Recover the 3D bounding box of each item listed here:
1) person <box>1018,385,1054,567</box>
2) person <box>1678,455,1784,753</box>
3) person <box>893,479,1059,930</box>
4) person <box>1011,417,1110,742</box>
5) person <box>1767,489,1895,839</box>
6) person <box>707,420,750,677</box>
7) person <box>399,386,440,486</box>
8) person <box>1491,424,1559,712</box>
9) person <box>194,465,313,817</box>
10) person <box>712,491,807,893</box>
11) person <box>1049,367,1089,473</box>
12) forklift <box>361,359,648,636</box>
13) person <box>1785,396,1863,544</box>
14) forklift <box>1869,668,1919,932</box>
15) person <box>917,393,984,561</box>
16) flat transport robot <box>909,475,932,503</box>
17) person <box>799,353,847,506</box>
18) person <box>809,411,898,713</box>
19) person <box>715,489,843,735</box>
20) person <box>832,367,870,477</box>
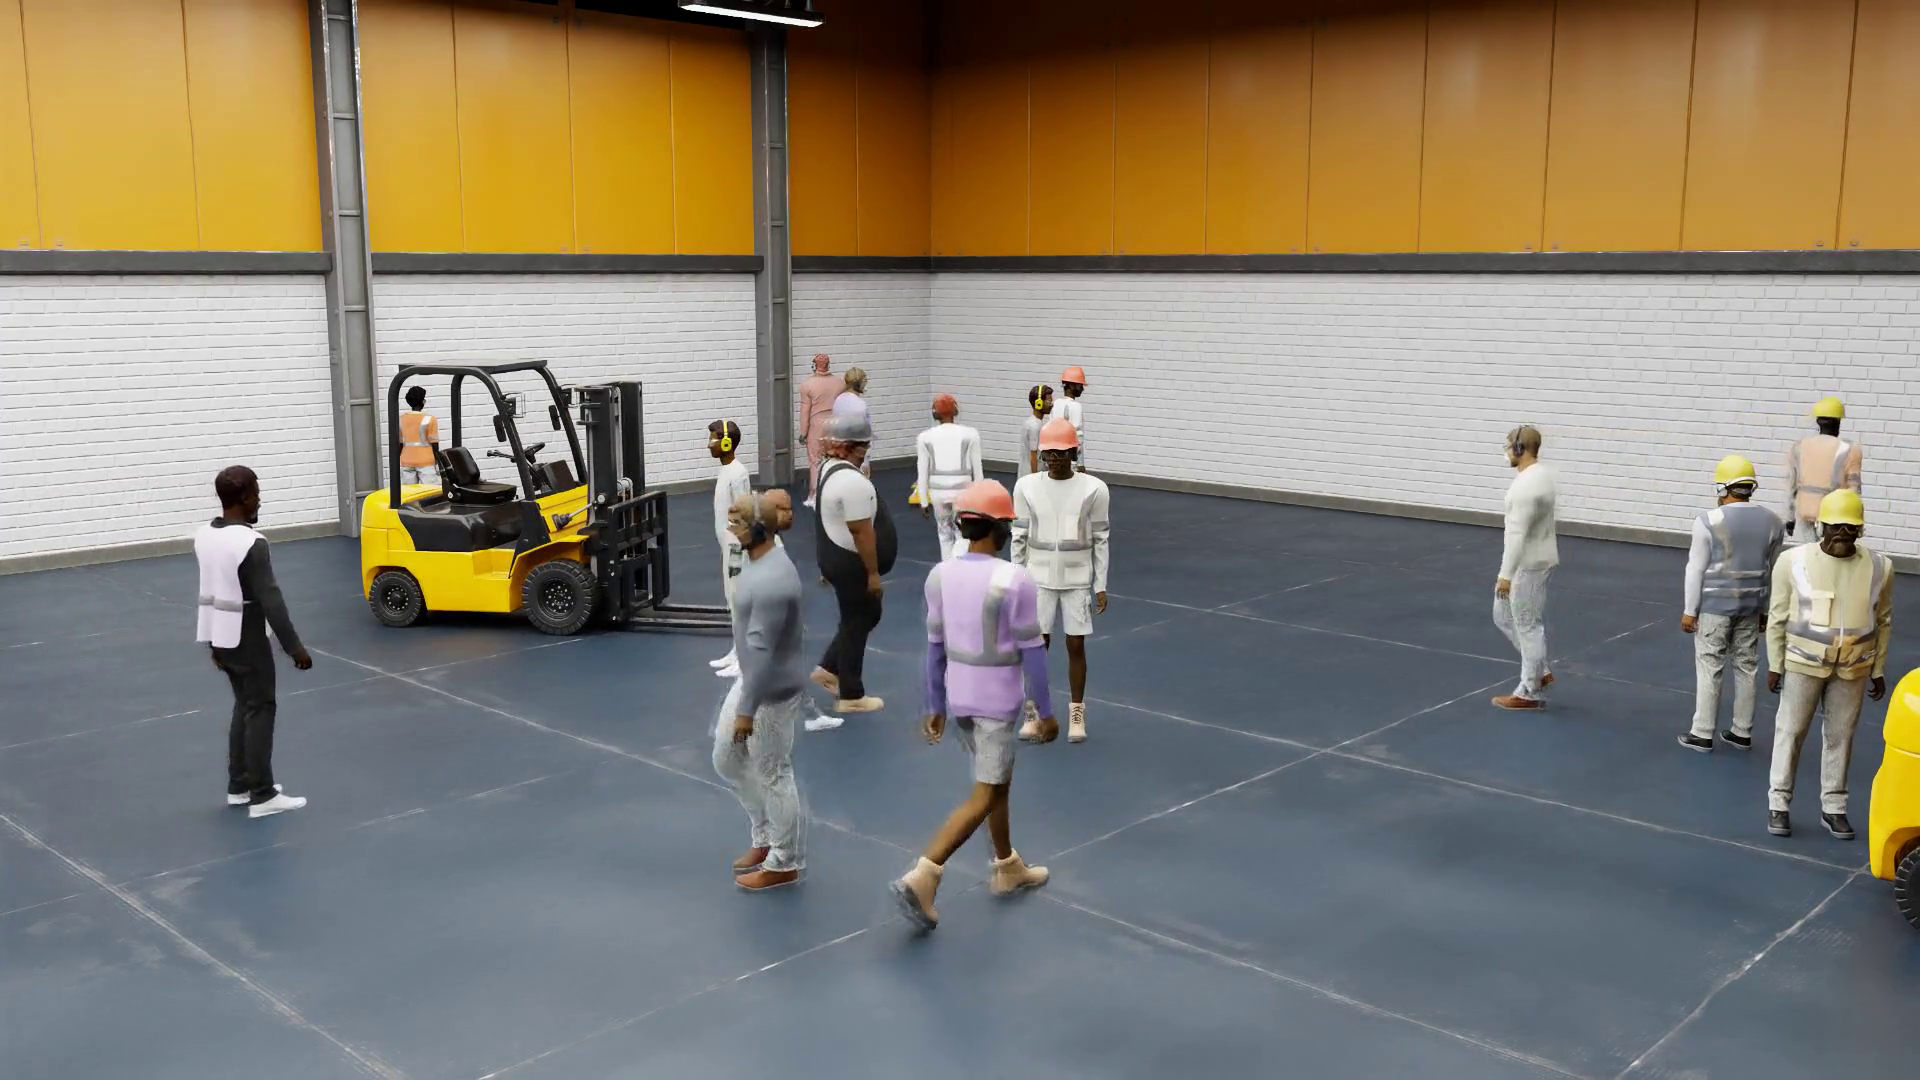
[{"bbox_3d":[0.711,-0.544,15.817,0.348,1.860,0.507,1,9,6],"label":"person"},{"bbox_3d":[4.697,0.393,10.174,0.591,1.826,0.403,-2,9,-11],"label":"person"},{"bbox_3d":[0.050,0.734,7.543,0.956,2.008,0.618,-9,13,-42],"label":"person"},{"bbox_3d":[0.615,0.254,10.348,0.613,2.041,0.393,2,9,11],"label":"person"},{"bbox_3d":[4.500,0.640,8.623,0.591,1.833,0.404,2,9,12],"label":"person"},{"bbox_3d":[-1.664,0.058,12.081,0.309,1.868,0.535,-3,10,-15],"label":"person"},{"bbox_3d":[-5.858,-0.820,18.022,0.534,1.695,0.318,3,10,18],"label":"person"},{"bbox_3d":[3.764,0.196,11.080,0.417,1.920,0.652,3,10,20],"label":"person"},{"bbox_3d":[-3.814,0.551,8.934,0.614,1.914,0.475,8,12,41],"label":"person"},{"bbox_3d":[-0.959,0.726,7.811,0.471,1.922,0.639,-3,10,-15],"label":"person"},{"bbox_3d":[1.160,-0.853,17.481,0.374,1.930,0.542,-5,10,-27],"label":"person"},{"bbox_3d":[-3.850,-0.407,13.936,2.313,2.155,1.214,2,9,11],"label":"forklift"},{"bbox_3d":[7.059,-0.222,13.677,0.684,1.911,0.604,-6,11,-34],"label":"person"},{"bbox_3d":[5.205,0.723,7.013,2.313,2.155,1.214,9,13,43],"label":"forklift"},{"bbox_3d":[-0.091,-0.364,14.705,0.606,1.859,0.762,1,9,8],"label":"person"},{"bbox_3d":[-0.245,-0.653,21.330,0.652,0.197,1.431,1,9,5],"label":"flat transport robot"},{"bbox_3d":[-1.728,-1.368,20.712,0.641,1.908,0.407,-7,11,-35],"label":"person"},{"bbox_3d":[-0.678,0.142,11.042,0.538,2.000,0.689,-2,10,-14],"label":"person"},{"bbox_3d":[-1.169,0.472,10.435,0.833,1.590,0.505,-2,9,-11],"label":"person"},{"bbox_3d":[-1.113,-0.829,17.308,0.352,1.937,0.635,-5,11,-29],"label":"person"}]
